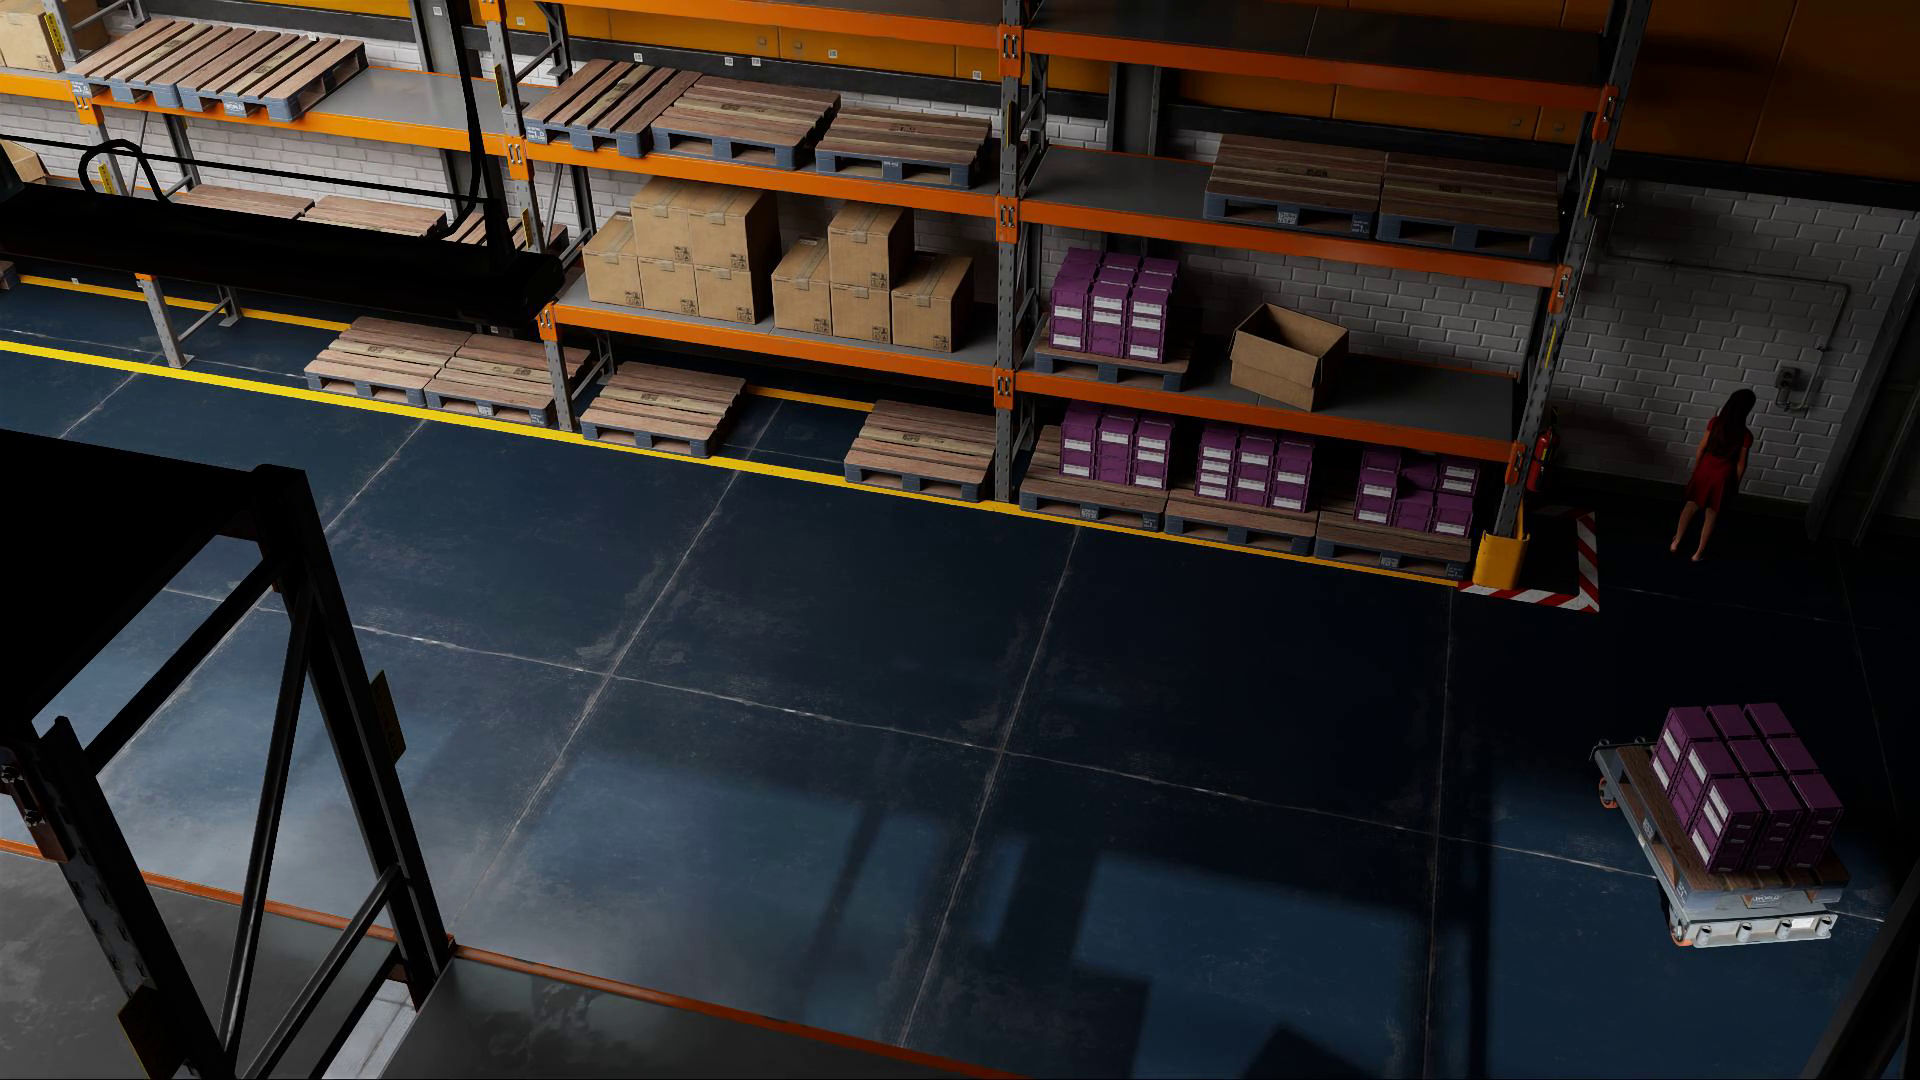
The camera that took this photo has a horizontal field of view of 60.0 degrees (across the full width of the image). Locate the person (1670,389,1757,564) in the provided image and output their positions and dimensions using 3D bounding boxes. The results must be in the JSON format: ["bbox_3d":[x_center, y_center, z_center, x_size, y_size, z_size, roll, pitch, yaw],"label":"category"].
[{"bbox_3d":[5.908,-0.516,13.002,0.727,1.553,0.666,-32,48,-33],"label":"person"}]
